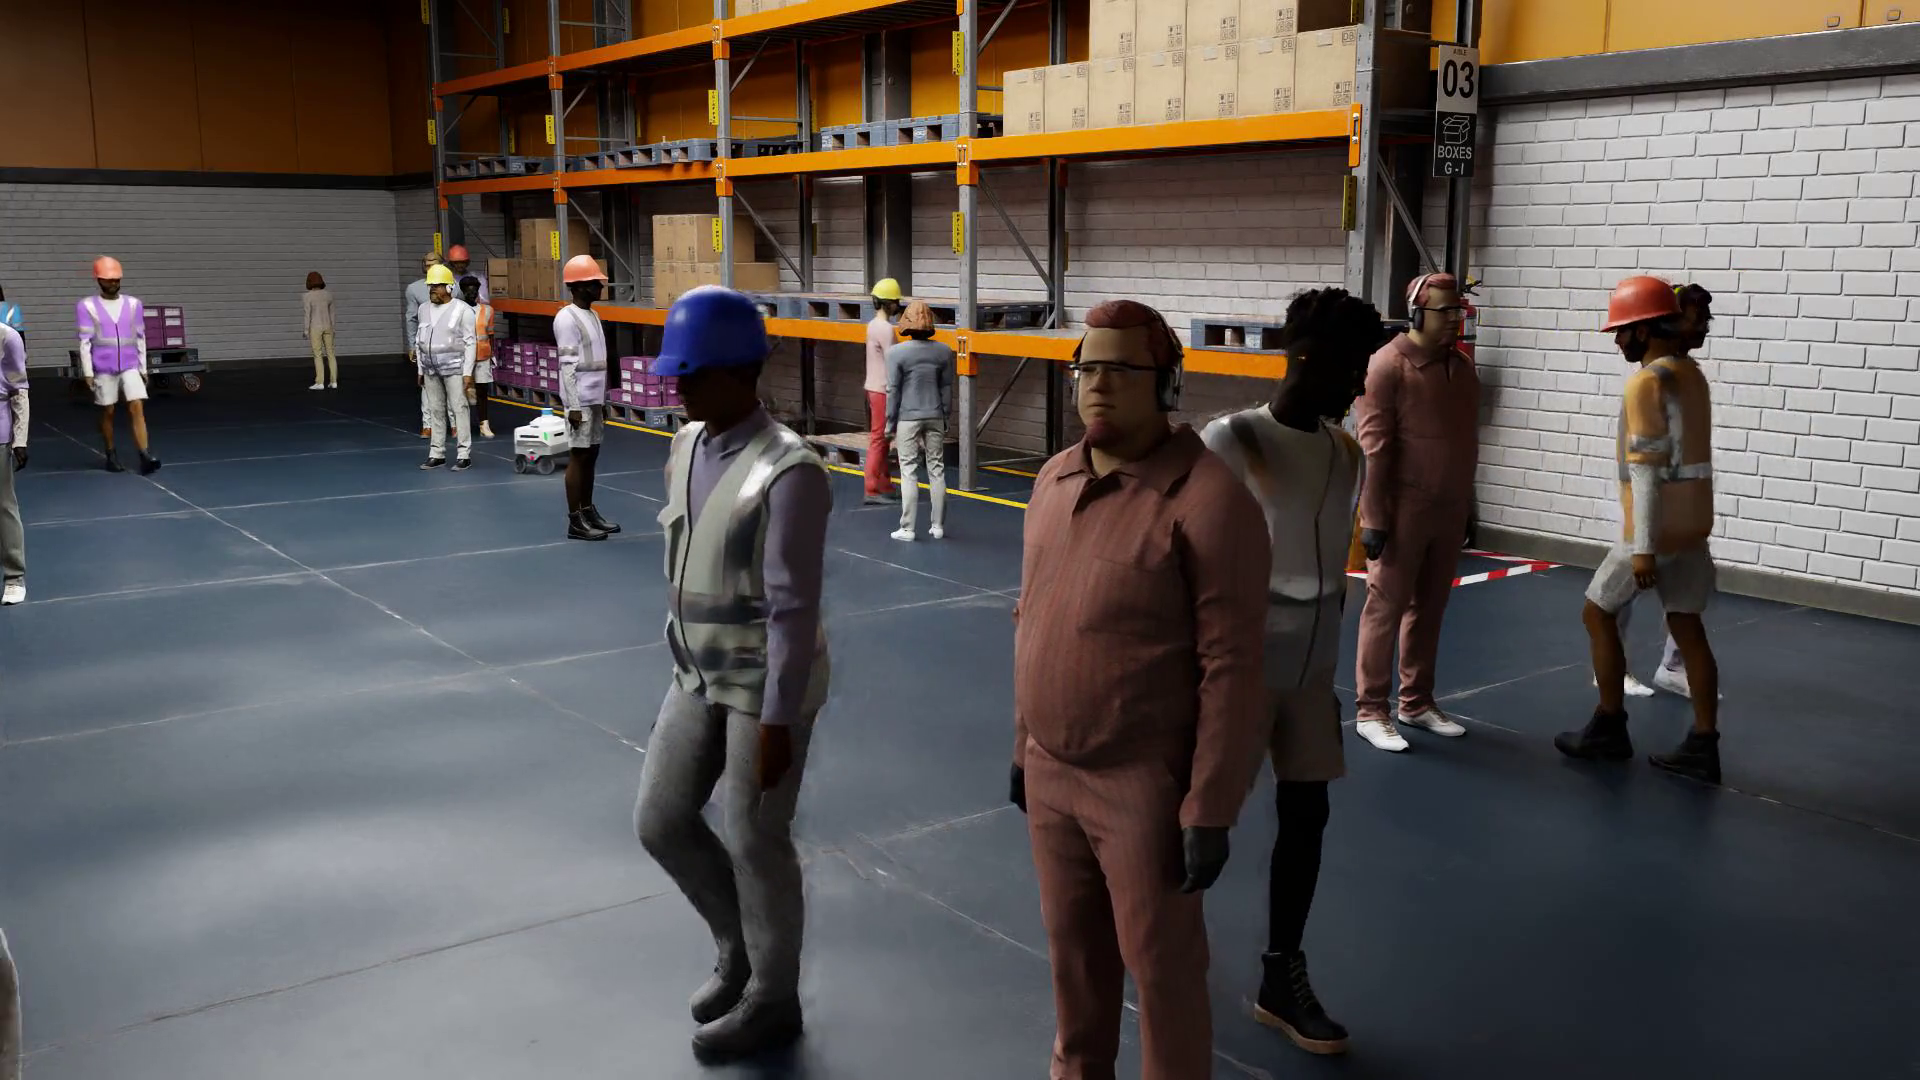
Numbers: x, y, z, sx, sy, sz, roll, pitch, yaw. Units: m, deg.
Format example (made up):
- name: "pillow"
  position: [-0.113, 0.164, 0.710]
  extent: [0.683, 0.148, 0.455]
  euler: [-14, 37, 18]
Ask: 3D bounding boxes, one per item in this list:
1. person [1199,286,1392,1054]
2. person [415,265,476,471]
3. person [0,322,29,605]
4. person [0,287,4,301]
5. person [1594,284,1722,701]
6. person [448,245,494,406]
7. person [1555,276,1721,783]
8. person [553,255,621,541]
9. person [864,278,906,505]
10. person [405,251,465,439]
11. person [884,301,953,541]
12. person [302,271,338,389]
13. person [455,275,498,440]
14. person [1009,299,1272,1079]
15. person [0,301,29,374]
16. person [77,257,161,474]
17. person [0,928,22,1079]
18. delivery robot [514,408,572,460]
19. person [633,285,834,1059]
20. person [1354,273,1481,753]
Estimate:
- name: "person"
  position: [0.753, 0.297, 4.369]
  extent: [0.660, 1.920, 0.806]
  euler: [-6, 12, -29]
- name: "person"
  position: [-4.598, -1.527, 14.825]
  extent: [0.588, 1.833, 0.404]
  euler: [3, 11, 17]
- name: "person"
  position: [-5.508, -0.585, 9.283]
  extent: [0.588, 1.927, 0.371]
  euler: [-2, 10, -9]
- name: "person"
  position: [-11.374, -2.365, 19.281]
  extent: [0.664, 1.930, 1.061]
  euler: [-6, 12, -32]
- name: "person"
  position: [3.121, -0.187, 7.287]
  extent: [0.534, 1.843, 0.686]
  euler: [-7, 12, -33]
- name: "person"
  position: [-6.078, -2.607, 20.441]
  extent: [0.625, 1.983, 1.060]
  euler: [-4, 11, -22]
- name: "person"
  position: [2.604, -0.043, 6.329]
  extent: [0.600, 1.894, 0.757]
  euler: [-9, 13, -40]
- name: "person"
  position: [-2.559, -0.972, 11.409]
  extent: [0.344, 1.942, 0.551]
  euler: [1, 10, 7]
- name: "person"
  position: [-0.581, -1.150, 12.938]
  extent: [0.342, 1.768, 0.532]
  euler: [-3, 10, -15]
- name: "person"
  position: [-5.404, -2.011, 17.244]
  extent: [0.636, 1.936, 0.354]
  euler: [-2, 10, -13]
- name: "person"
  position: [-0.284, -0.806, 11.347]
  extent: [0.500, 1.633, 0.279]
  euler: [-5, 11, -27]
- name: "person"
  position: [-8.904, -2.909, 23.124]
  extent: [0.279, 1.633, 0.499]
  euler: [7, 12, 34]
- name: "person"
  position: [-5.041, -1.879, 17.187]
  extent: [0.540, 1.691, 0.318]
  euler: [-7, 13, -36]
- name: "person"
  position: [0.308, 0.471, 3.409]
  extent: [0.410, 1.913, 0.651]
  euler: [-7, 13, -36]
- name: "person"
  position: [-10.313, -1.991, 17.839]
  extent: [0.549, 1.677, 0.376]
  euler: [-5, 11, -27]
- name: "person"
  position: [-7.335, -1.500, 14.497]
  extent: [0.567, 1.890, 0.958]
  euler: [-8, 13, -39]
- name: "person"
  position: [-2.123, 0.643, 3.319]
  extent: [0.577, 1.594, 0.528]
  euler: [6, 12, 31]
- name: "delivery robot"
  position: [-3.662, -0.929, 14.791]
  extent: [0.477, 0.478, 0.707]
  euler: [2, 10, 13]
- name: "person"
  position: [-0.546, 0.352, 4.039]
  extent: [0.452, 1.921, 0.622]
  euler: [-9, 13, -40]
- name: "person"
  position: [1.865, -0.111, 6.692]
  extent: [0.652, 1.906, 0.402]
  euler: [-7, 12, -35]
